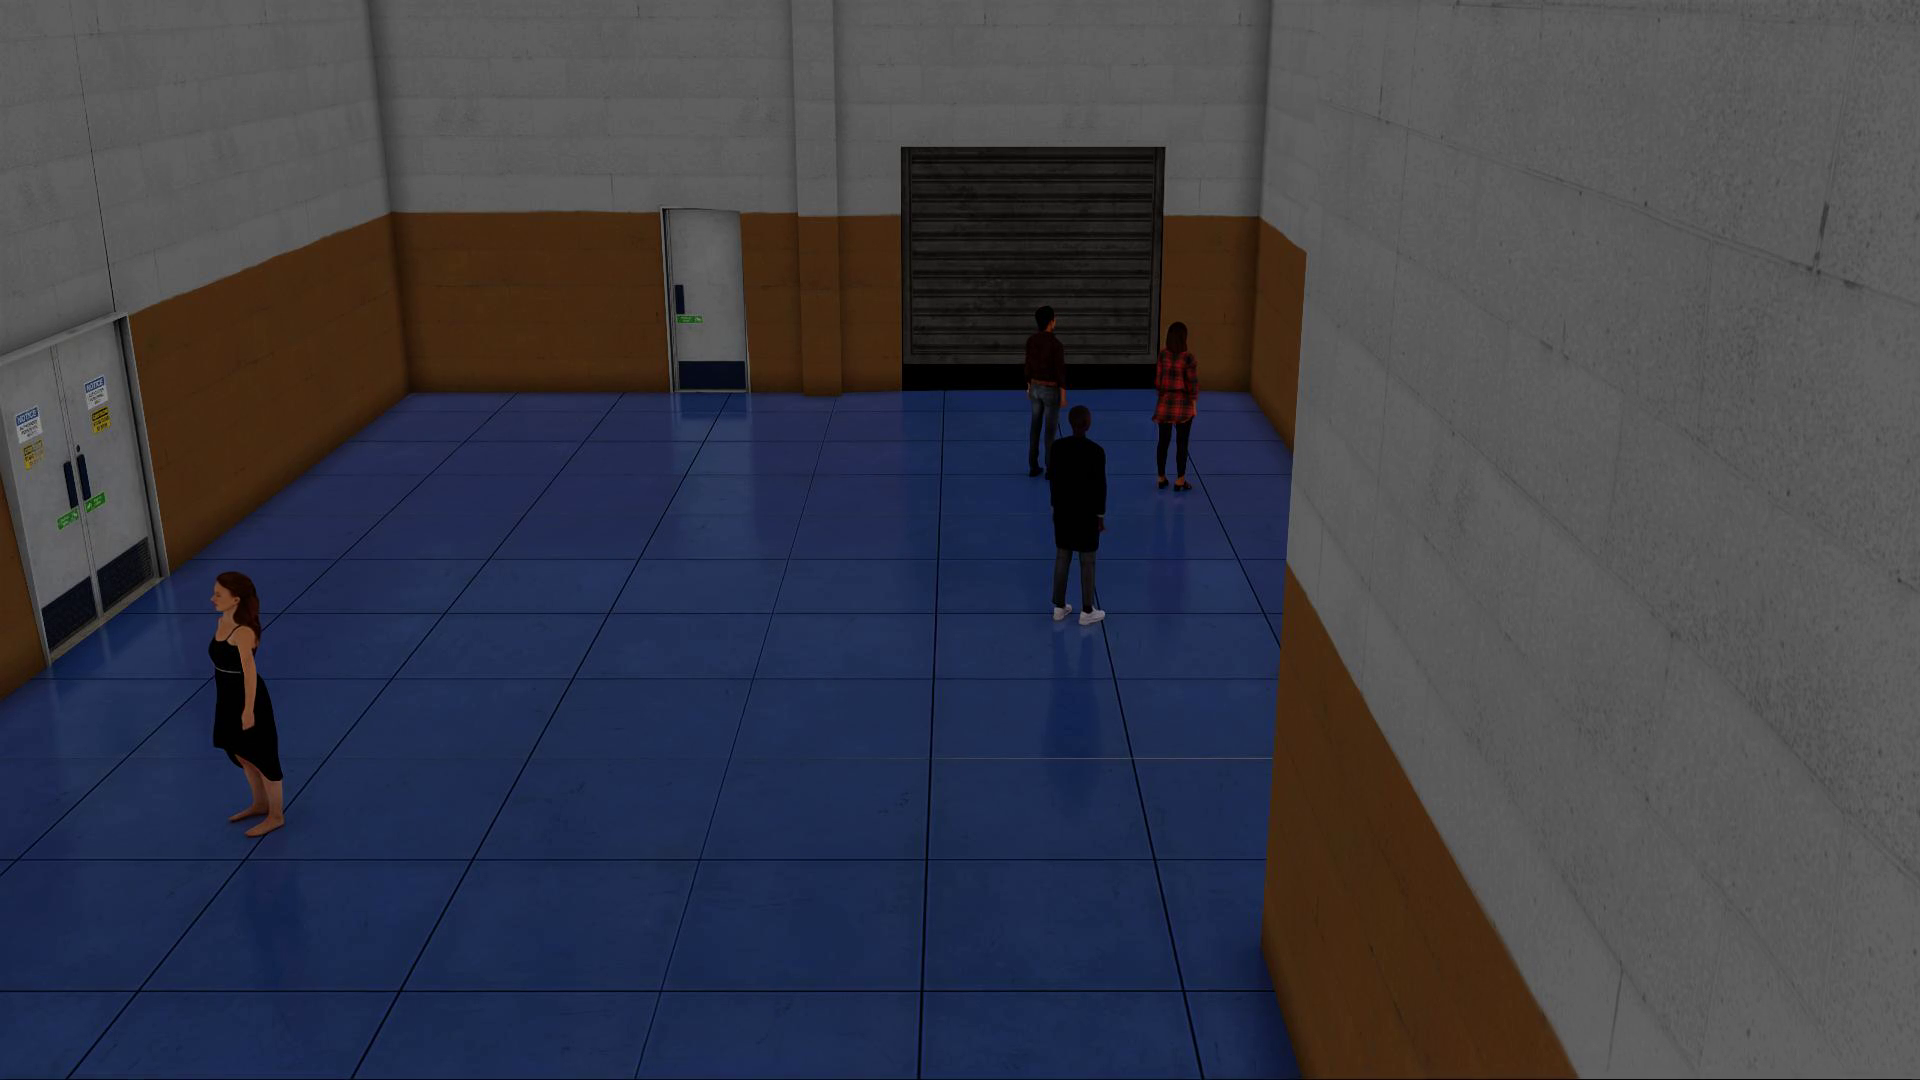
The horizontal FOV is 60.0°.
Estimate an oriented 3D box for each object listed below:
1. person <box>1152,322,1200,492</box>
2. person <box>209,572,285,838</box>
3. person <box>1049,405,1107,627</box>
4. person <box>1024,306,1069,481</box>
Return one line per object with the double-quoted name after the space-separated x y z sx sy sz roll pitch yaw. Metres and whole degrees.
2.146 -1.335 16.578 0.674 1.703 0.766 13 22 33 "person"
-4.248 0.958 9.901 0.731 1.625 0.675 -16 24 -39 "person"
0.917 -0.205 13.138 0.683 1.761 0.789 12 22 31 "person"
0.862 -1.504 16.956 0.681 1.782 0.775 14 23 36 "person"
